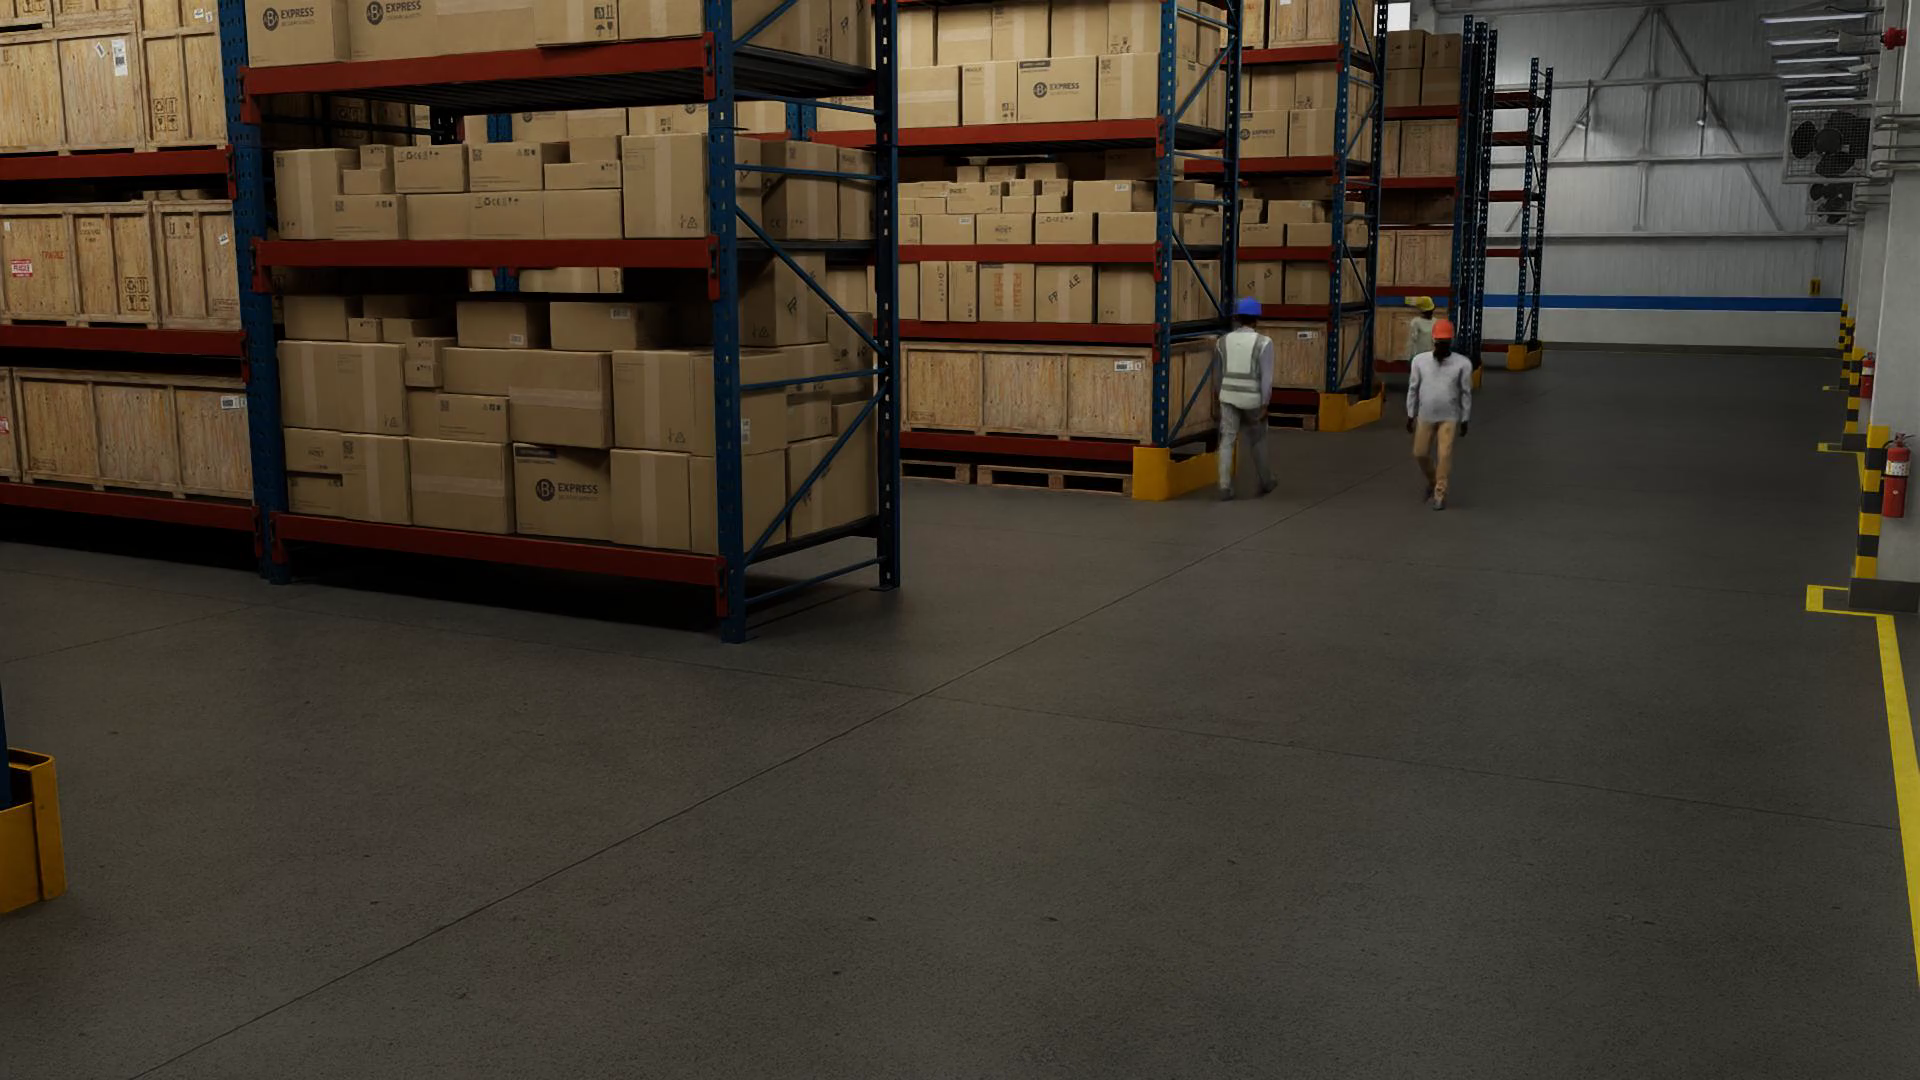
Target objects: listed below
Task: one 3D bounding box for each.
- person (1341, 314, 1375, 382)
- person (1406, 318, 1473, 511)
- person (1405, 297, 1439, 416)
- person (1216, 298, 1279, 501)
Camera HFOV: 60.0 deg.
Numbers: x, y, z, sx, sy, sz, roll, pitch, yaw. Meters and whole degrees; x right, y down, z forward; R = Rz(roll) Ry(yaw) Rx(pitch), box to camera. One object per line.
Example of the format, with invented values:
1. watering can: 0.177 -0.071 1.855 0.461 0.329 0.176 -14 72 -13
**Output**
1. person: 6.003 -2.967 25.376 0.948 1.862 0.668 6 11 31
2. person: 4.358 -1.145 15.149 0.593 1.738 0.392 5 11 26
3. person: 6.650 -2.573 23.505 0.651 1.700 0.809 -5 11 -25
4. person: 2.741 -1.344 15.848 0.636 1.896 0.990 6 11 31
